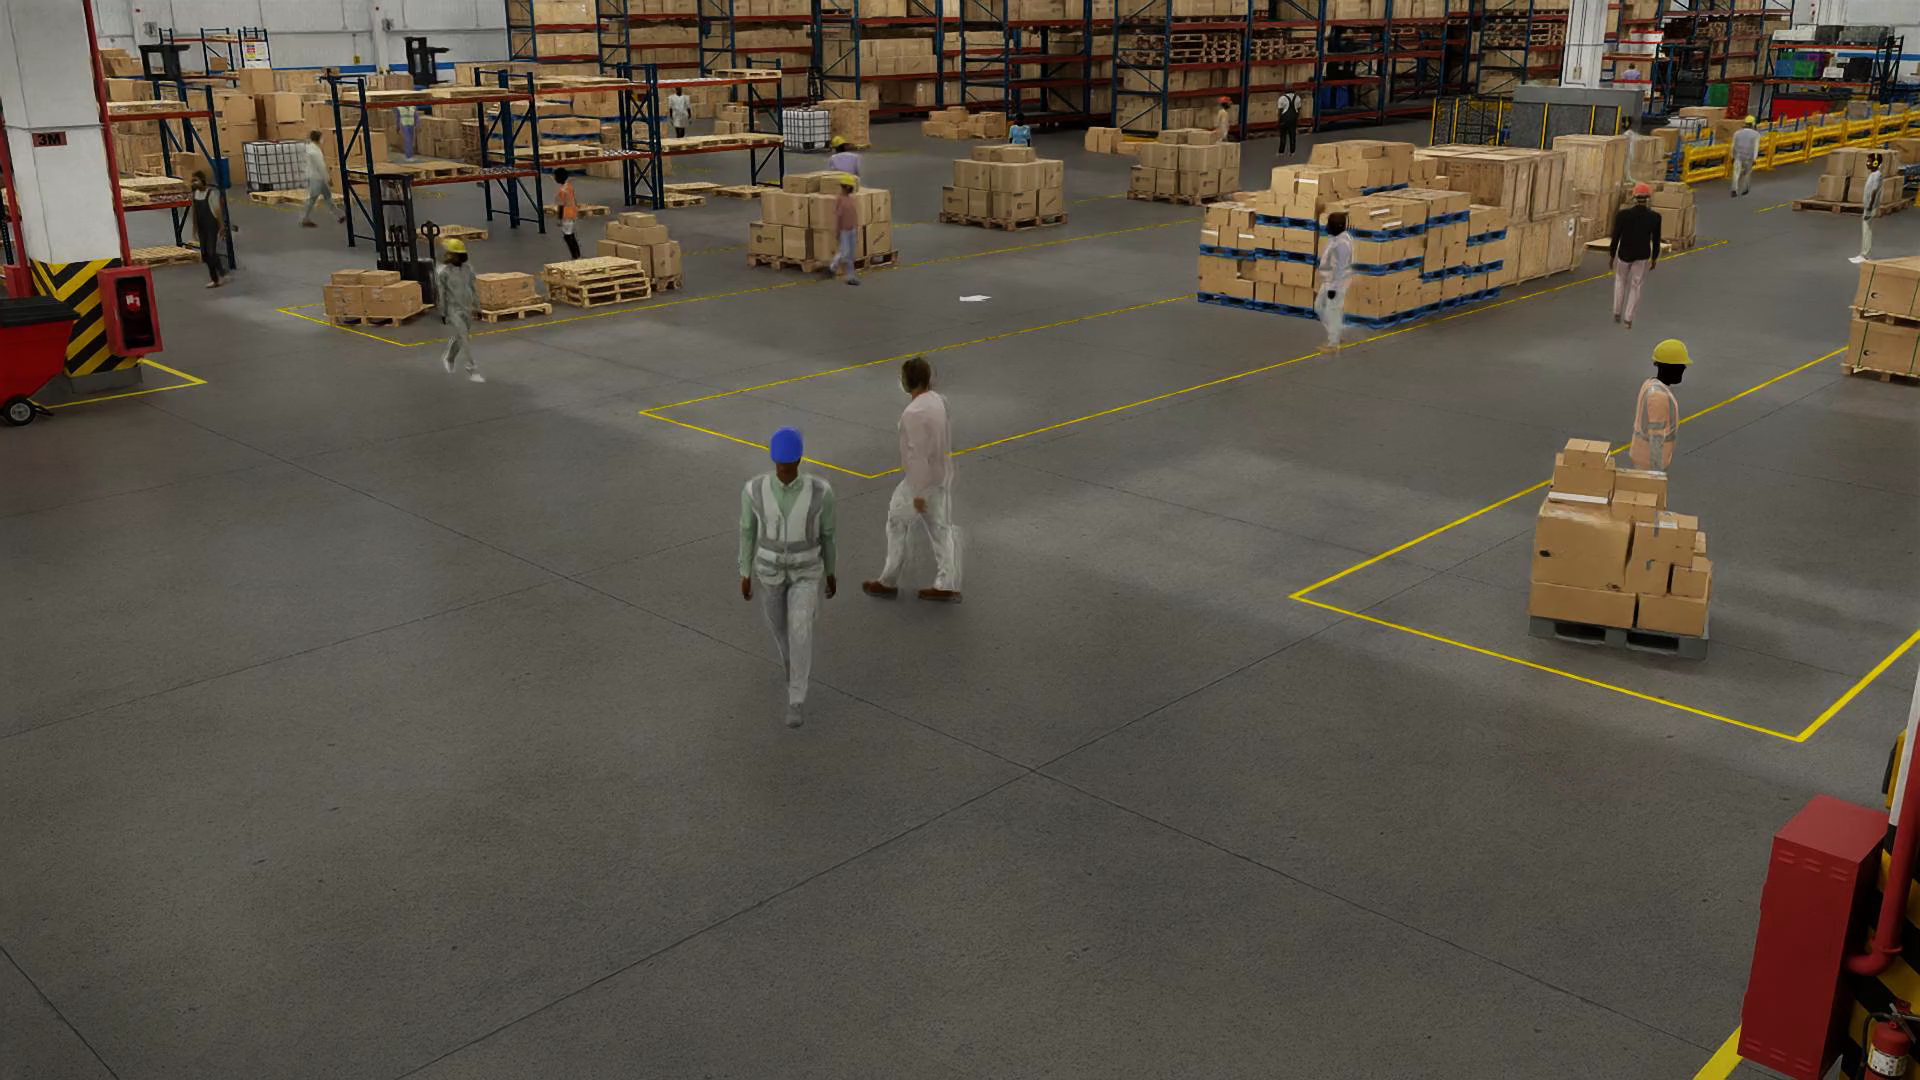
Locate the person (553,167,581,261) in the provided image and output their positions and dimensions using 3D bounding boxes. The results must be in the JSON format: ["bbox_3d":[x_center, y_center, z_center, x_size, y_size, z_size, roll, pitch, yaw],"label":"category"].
[{"bbox_3d":[-6.664,-5.471,28.158,0.332,1.672,0.597,1,18,3],"label":"person"}]

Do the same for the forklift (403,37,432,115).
[{"bbox_3d":[-19.968,-17.103,61.309,1.129,2.768,1.873,12,22,33],"label":"forklift"}]

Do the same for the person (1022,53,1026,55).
[{"bbox_3d":[2.756,-20.564,73.408,0.853,1.816,0.620,14,23,37],"label":"person"}]

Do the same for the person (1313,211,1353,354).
[{"bbox_3d":[4.792,-3.291,21.339,0.455,1.828,0.657,2,18,5],"label":"person"}]

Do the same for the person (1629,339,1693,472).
[{"bbox_3d":[5.512,-0.643,13.207,0.369,1.928,0.585,5,19,14],"label":"person"}]

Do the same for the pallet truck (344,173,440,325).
[{"bbox_3d":[-8.209,-4.181,23.757,0.823,1.965,1.885,3,19,9],"label":"pallet truck"}]

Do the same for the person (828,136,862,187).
[{"bbox_3d":[-2.125,-6.637,31.338,0.733,1.894,0.366,-7,20,-20],"label":"person"}]

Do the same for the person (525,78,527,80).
[{"bbox_3d":[-12.991,-12.940,50.242,0.378,1.936,0.548,15,24,38],"label":"person"}]

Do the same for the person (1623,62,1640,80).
[{"bbox_3d":[24.694,-16.616,61.314,0.633,1.938,0.356,1,18,3],"label":"person"}]

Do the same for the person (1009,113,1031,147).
[{"bbox_3d":[1.430,-9.384,39.912,0.533,1.692,0.319,2,19,7],"label":"person"}]

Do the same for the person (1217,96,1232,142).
[{"bbox_3d":[6.689,-10.374,42.532,0.541,1.924,0.571,1,18,4],"label":"person"}]

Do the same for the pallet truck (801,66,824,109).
[{"bbox_3d":[-4.812,-15.182,56.903,0.823,1.965,1.885,-9,21,-26],"label":"pallet truck"}]

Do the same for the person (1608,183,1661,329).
[{"bbox_3d":[9.411,-3.984,23.219,0.653,1.955,0.938,7,20,20],"label":"person"}]

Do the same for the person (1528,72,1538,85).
[{"bbox_3d":[20.747,-16.168,60.481,0.671,1.602,0.514,-4,19,-11],"label":"person"}]

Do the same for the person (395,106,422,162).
[{"bbox_3d":[-14.884,-11.187,45.030,0.627,1.884,0.869,-16,24,-40],"label":"person"}]

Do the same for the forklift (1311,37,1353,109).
[{"bbox_3d":[13.876,-17.077,61.231,1.129,2.768,1.873,17,25,41],"label":"forklift"}]

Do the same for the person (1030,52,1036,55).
[{"bbox_3d":[3.420,-22.865,80.330,0.806,1.814,0.569,-16,24,-40],"label":"person"}]

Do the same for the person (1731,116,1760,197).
[{"bbox_3d":[17.734,-8.673,37.623,0.603,1.788,0.933,14,23,36],"label":"person"}]

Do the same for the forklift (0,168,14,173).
[{"bbox_3d":[-24.990,-10.578,41.652,1.129,2.768,1.873,17,25,41],"label":"forklift"}]

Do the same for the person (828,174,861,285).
[{"bbox_3d":[-1.822,-4.914,26.337,0.482,1.750,0.542,11,21,31],"label":"person"}]

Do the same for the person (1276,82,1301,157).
[{"bbox_3d":[9.159,-11.787,46.607,0.674,2.000,0.535,-5,19,-15],"label":"person"}]

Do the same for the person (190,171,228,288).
[{"bbox_3d":[-11.793,-4.847,26.028,0.535,1.826,0.412,6,19,18],"label":"person"}]

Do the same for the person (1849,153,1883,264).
[{"bbox_3d":[15.557,-5.670,28.463,0.312,1.864,0.515,6,19,19],"label":"person"}]

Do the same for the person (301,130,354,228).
[{"bbox_3d":[-12.616,-7.127,32.817,1.037,1.881,0.653,-8,20,-23],"label":"person"}]

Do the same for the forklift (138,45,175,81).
[{"bbox_3d":[-25.348,-14.259,52.741,1.129,2.768,1.873,3,19,10],"label":"forklift"}]

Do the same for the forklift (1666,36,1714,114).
[{"bbox_3d":[27.341,-17.291,61.877,1.129,2.768,1.873,17,25,41],"label":"forklift"}]

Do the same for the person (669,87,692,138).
[{"bbox_3d":[-8.161,-12.363,48.546,0.612,1.920,1.033,-5,19,-14],"label":"person"}]

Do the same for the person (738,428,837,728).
[{"bbox_3d":[-1.115,0.163,10.830,0.635,1.914,0.939,0,18,1],"label":"person"}]

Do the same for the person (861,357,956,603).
[{"bbox_3d":[-0.403,-0.458,12.680,0.882,1.902,0.647,7,19,19],"label":"person"}]

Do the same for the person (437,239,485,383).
[{"bbox_3d":[-6.055,-2.788,20.027,0.875,1.705,0.494,15,23,38],"label":"person"}]

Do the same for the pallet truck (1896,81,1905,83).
[{"bbox_3d":[34.802,-16.331,61.455,0.653,1.274,1.630,17,25,41],"label":"pallet truck"}]

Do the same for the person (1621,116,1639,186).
[{"bbox_3d":[14.941,-8.508,37.077,0.848,1.832,0.510,11,21,30],"label":"person"}]
